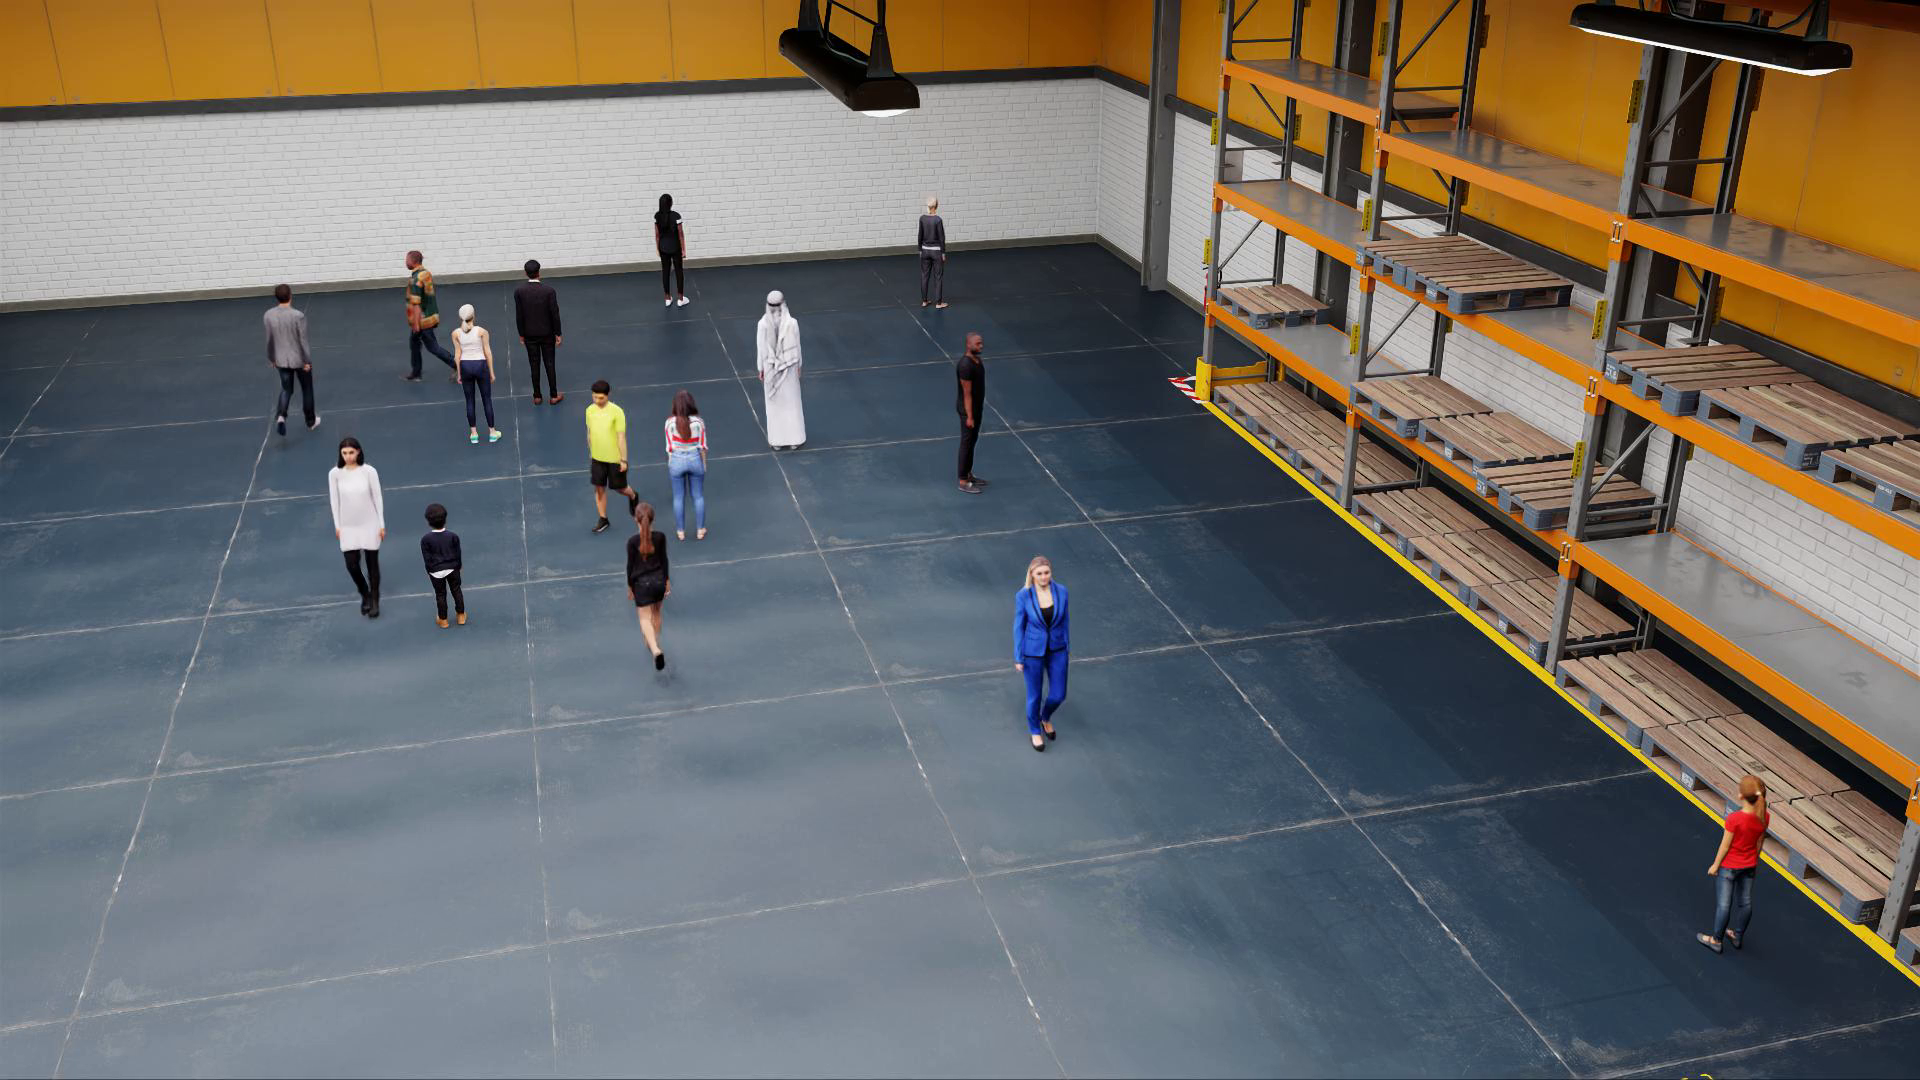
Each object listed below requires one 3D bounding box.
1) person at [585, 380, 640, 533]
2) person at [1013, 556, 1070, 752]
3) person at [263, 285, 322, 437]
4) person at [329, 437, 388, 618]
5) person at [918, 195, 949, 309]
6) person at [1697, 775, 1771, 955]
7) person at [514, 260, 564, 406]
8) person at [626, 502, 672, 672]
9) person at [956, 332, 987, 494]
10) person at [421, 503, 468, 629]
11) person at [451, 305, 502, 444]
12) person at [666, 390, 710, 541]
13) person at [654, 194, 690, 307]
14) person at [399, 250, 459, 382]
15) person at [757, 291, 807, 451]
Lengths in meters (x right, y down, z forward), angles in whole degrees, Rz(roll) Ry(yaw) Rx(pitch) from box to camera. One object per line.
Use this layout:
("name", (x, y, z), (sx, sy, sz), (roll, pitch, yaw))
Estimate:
("person", (-3.682, -0.919, 17.599), (0.897, 1.680, 1.004), (10, 25, 21))
("person", (0.640, 0.886, 13.459), (0.632, 1.688, 0.589), (-6, 24, -13))
("person", (-8.138, -2.146, 20.190), (0.883, 1.852, 1.126), (1, 24, 2))
("person", (-5.629, -0.148, 15.687), (0.635, 1.798, 0.586), (-4, 24, -10))
("person", (-0.427, -4.454, 25.626), (0.681, 1.726, 0.735), (12, 27, 26))
("person", (5.172, 2.153, 11.036), (0.493, 1.307, 0.503), (-5, 24, -11))
("person", (-5.411, -2.668, 21.346), (0.744, 1.882, 0.620), (-1, 24, -3))
("person", (-2.738, 0.414, 14.726), (0.633, 1.537, 0.974), (-10, 26, -22))
("person", (0.111, -1.447, 18.633), (0.812, 1.818, 0.692), (6, 24, 14))
("person", (-4.819, 0.234, 15.528), (0.531, 1.225, 0.529), (-10, 26, -22))
("person", (-5.854, -2.008, 20.063), (0.628, 1.702, 0.577), (-2, 24, -5))
("person", (-2.857, -0.788, 17.384), (0.593, 1.610, 0.532), (-4, 24, -10))
("person", (-4.477, -4.494, 25.713), (0.708, 1.730, 0.717), (5, 24, 10))
("person", (-7.059, -2.941, 22.104), (0.857, 1.775, 1.123), (-3, 24, -6))
("person", (-2.140, -2.021, 19.812), (0.730, 1.925, 0.663), (-3, 24, -6))
